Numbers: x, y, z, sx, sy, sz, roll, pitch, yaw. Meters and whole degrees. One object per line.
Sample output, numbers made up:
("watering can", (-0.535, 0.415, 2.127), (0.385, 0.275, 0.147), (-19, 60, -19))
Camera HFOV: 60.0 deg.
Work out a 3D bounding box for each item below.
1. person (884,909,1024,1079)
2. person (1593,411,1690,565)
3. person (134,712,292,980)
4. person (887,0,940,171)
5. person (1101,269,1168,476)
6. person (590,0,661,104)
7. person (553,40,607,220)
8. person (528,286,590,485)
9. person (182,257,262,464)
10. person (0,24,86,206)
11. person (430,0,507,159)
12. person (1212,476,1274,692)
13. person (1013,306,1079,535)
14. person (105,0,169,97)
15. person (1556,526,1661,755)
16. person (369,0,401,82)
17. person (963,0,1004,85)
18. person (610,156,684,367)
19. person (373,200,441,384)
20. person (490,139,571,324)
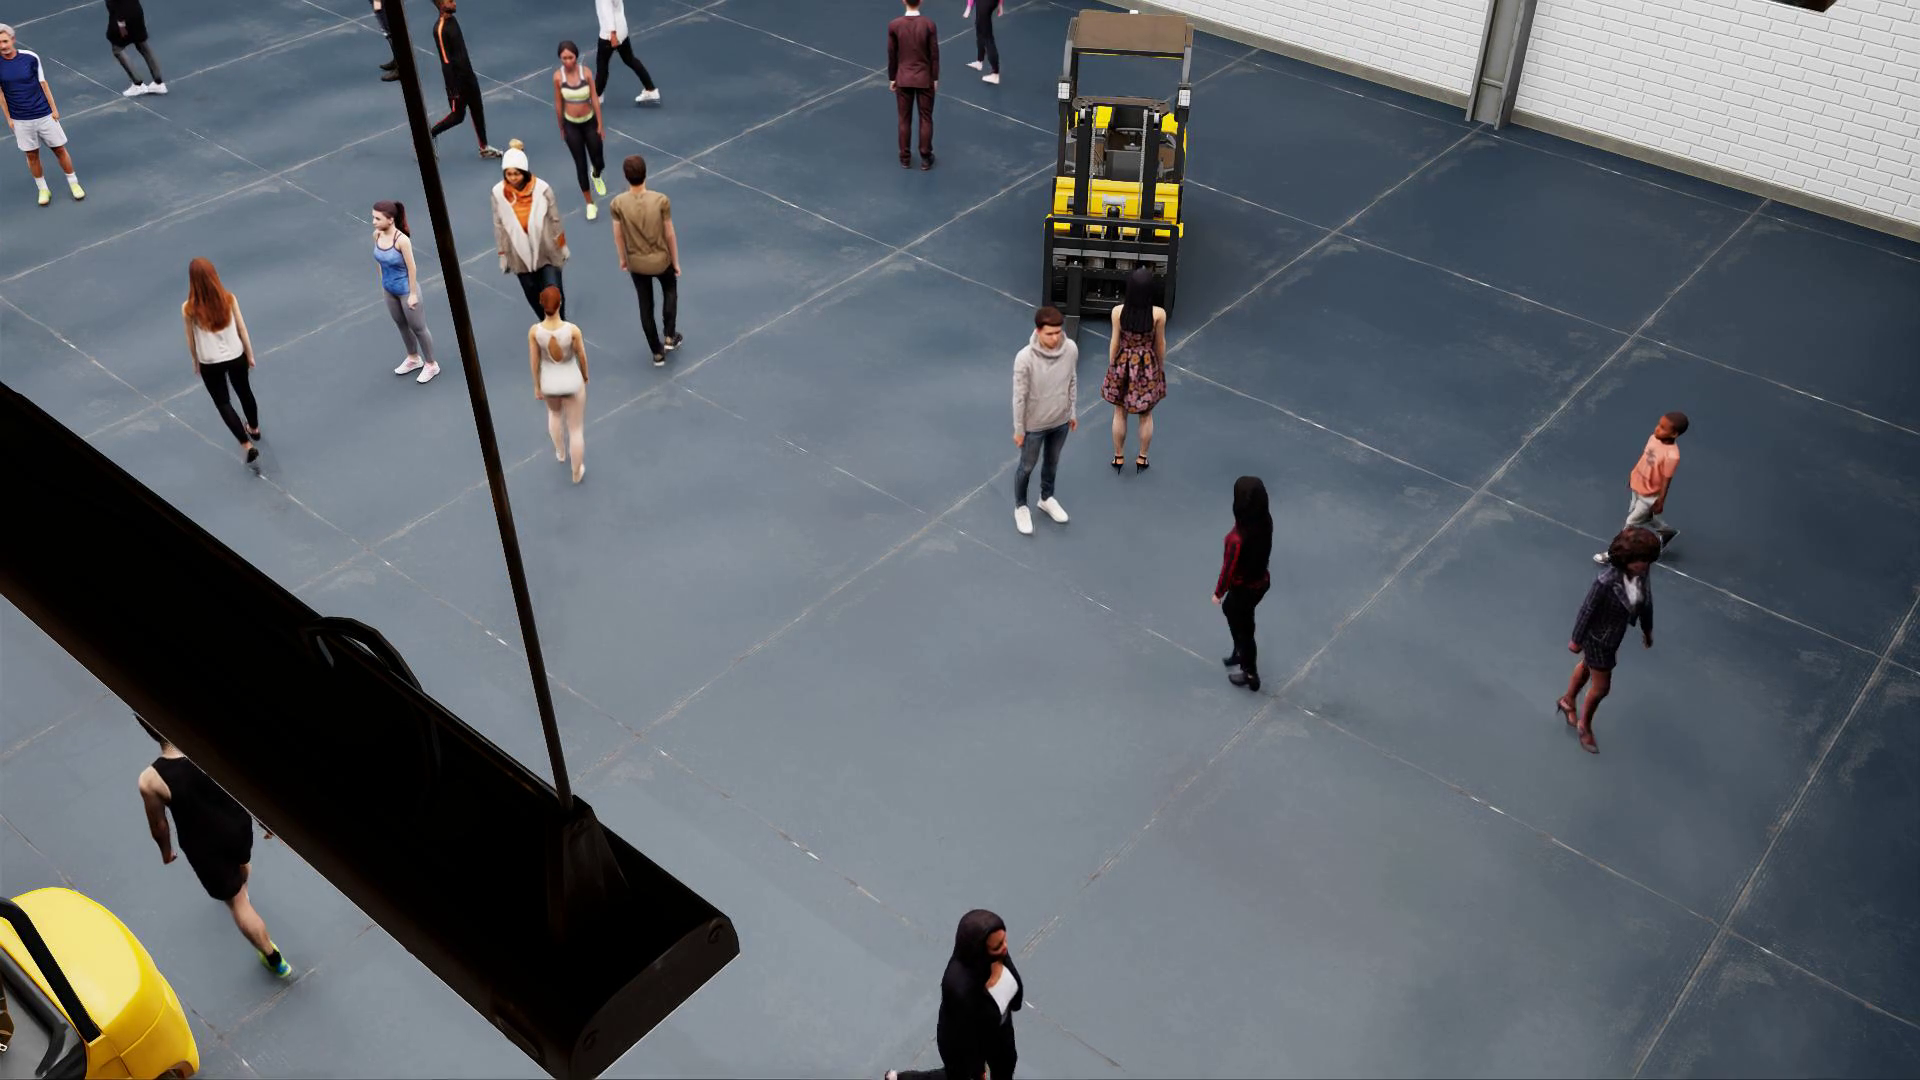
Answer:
("person", (-0.006, 2.391, 8.179), (1.120, 1.586, 0.844), (14, 41, 17))
("person", (4.979, -0.374, 11.875), (0.879, 1.296, 0.807), (-3, 39, -4))
("person", (-3.960, 1.642, 8.918), (0.780, 1.835, 1.196), (-31, 48, -33))
("person", (-0.456, -4.654, 16.785), (0.724, 1.856, 0.828), (4, 39, 5))
("person", (1.331, -1.269, 12.612), (0.784, 1.774, 0.860), (4, 39, 5))
("person", (-3.657, -5.526, 17.949), (1.232, 1.766, 1.057), (3, 39, 4))
("person", (-3.652, -4.006, 16.062), (0.824, 1.746, 0.906), (-7, 39, -9))
("person", (-3.008, -1.117, 12.540), (0.763, 1.627, 0.819), (-4, 39, -5))
("person", (-5.650, -1.351, 12.770), (0.709, 1.706, 0.978), (-25, 45, -28))
("person", (-9.043, -4.156, 16.191), (0.706, 1.820, 0.701), (-15, 41, -18))
("person", (-5.186, -4.685, 16.880), (1.165, 1.785, 1.015), (3, 39, 4))
("person", (1.938, 0.329, 10.716), (0.632, 1.643, 0.624), (20, 43, 23))
("person", (0.612, -0.900, 12.088), (0.749, 1.851, 0.712), (-18, 42, -21))
("person", (-9.018, -5.710, 18.190), (0.871, 1.752, 0.827), (1, 39, 1))
("person", (3.968, 0.544, 10.414), (0.728, 1.684, 0.753), (-24, 44, -27))
("person", (-6.491, -6.116, 18.580), (0.820, 1.900, 0.693), (-12, 40, -15))
("person", (0.365, -5.906, 18.452), (0.796, 1.732, 0.593), (24, 44, 27))
("person", (-2.591, -2.265, 13.805), (0.828, 1.841, 0.893), (-1, 39, -2))
("person", (-4.611, -2.066, 13.741), (0.517, 1.610, 0.644), (22, 44, 25))
("person", (-3.613, -2.549, 14.132), (0.940, 1.876, 1.000), (-3, 39, -4))
